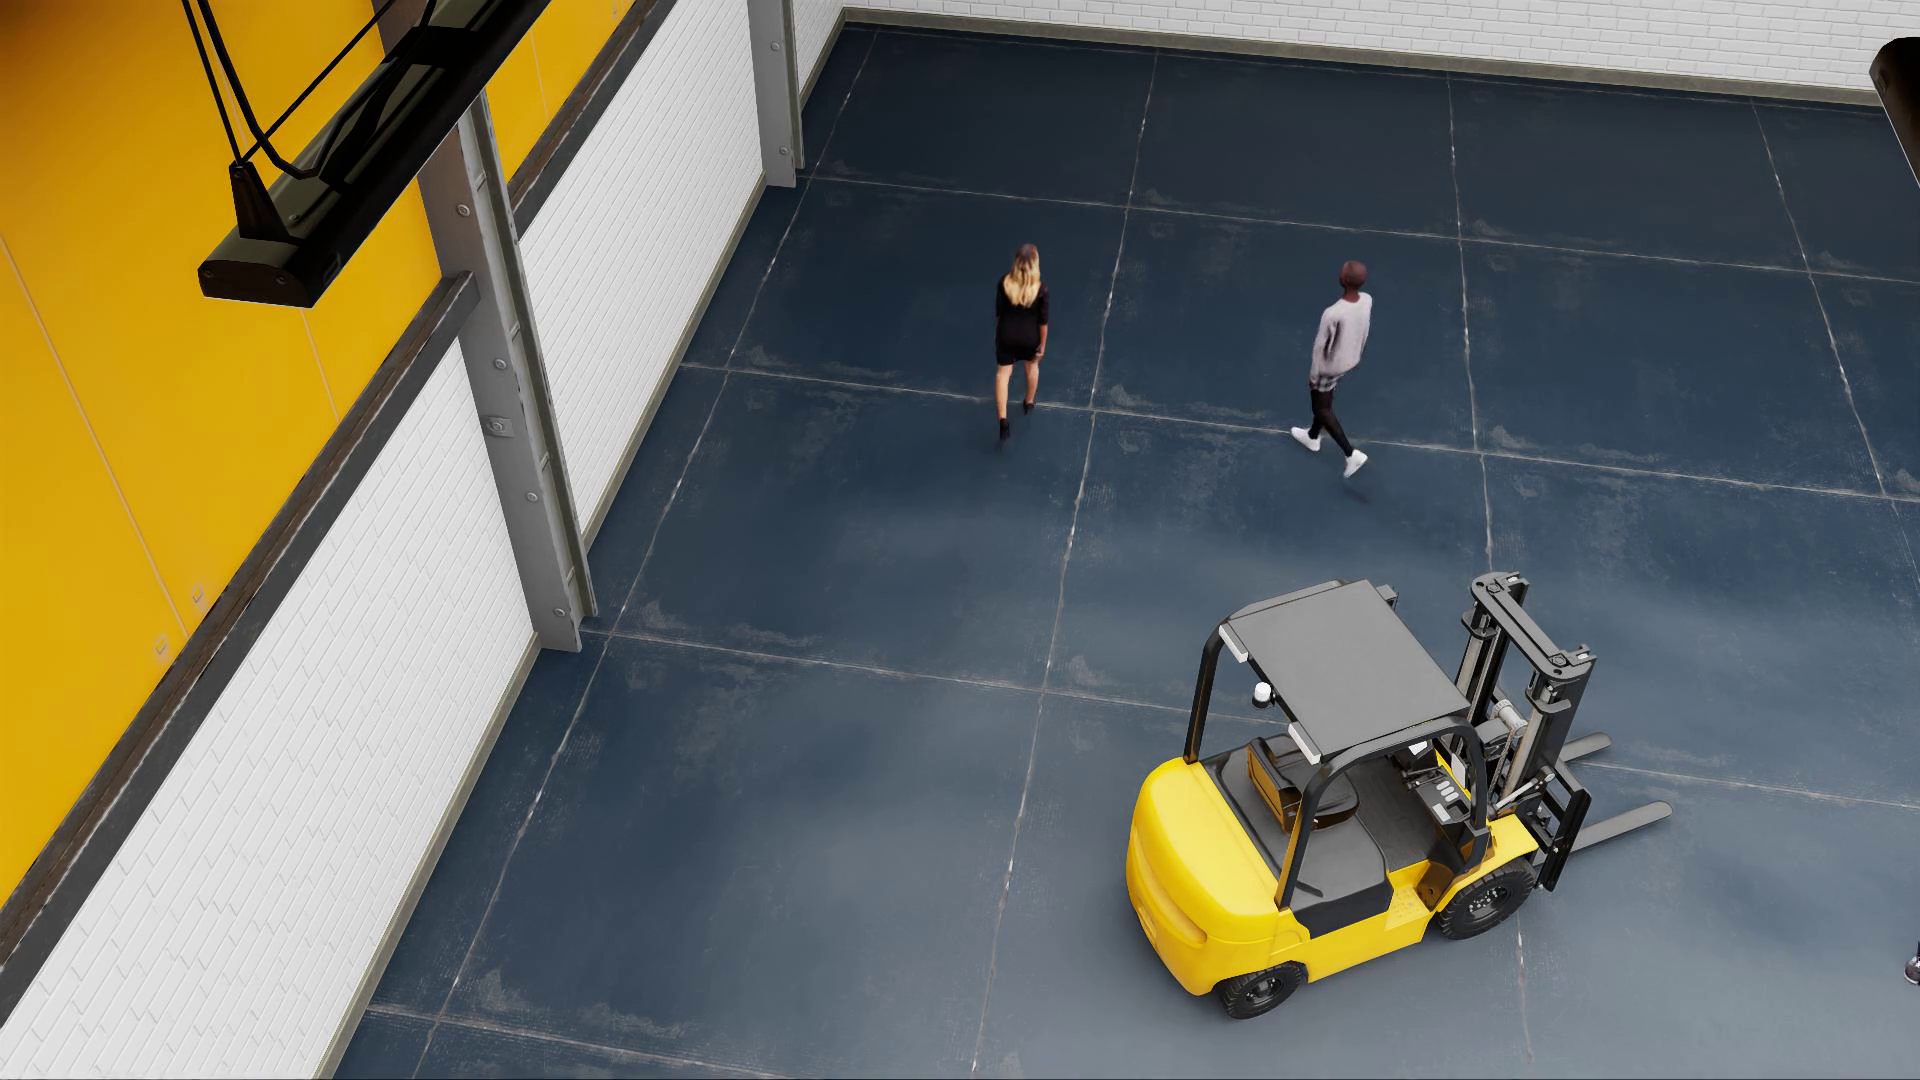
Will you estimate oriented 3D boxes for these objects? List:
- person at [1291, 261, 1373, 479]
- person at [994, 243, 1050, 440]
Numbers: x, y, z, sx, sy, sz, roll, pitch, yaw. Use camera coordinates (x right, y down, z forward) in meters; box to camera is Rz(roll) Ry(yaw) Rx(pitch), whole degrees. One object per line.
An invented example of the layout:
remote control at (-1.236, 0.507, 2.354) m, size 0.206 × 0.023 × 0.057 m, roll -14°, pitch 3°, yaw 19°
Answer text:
person at (2.800, -1.230, 12.150) m, size 1.039 × 1.751 × 1.100 m, roll -25°, pitch 49°, yaw -24°
person at (0.418, -1.471, 12.471) m, size 0.575 × 1.657 × 0.895 m, roll 7°, pitch 44°, yaw 7°
